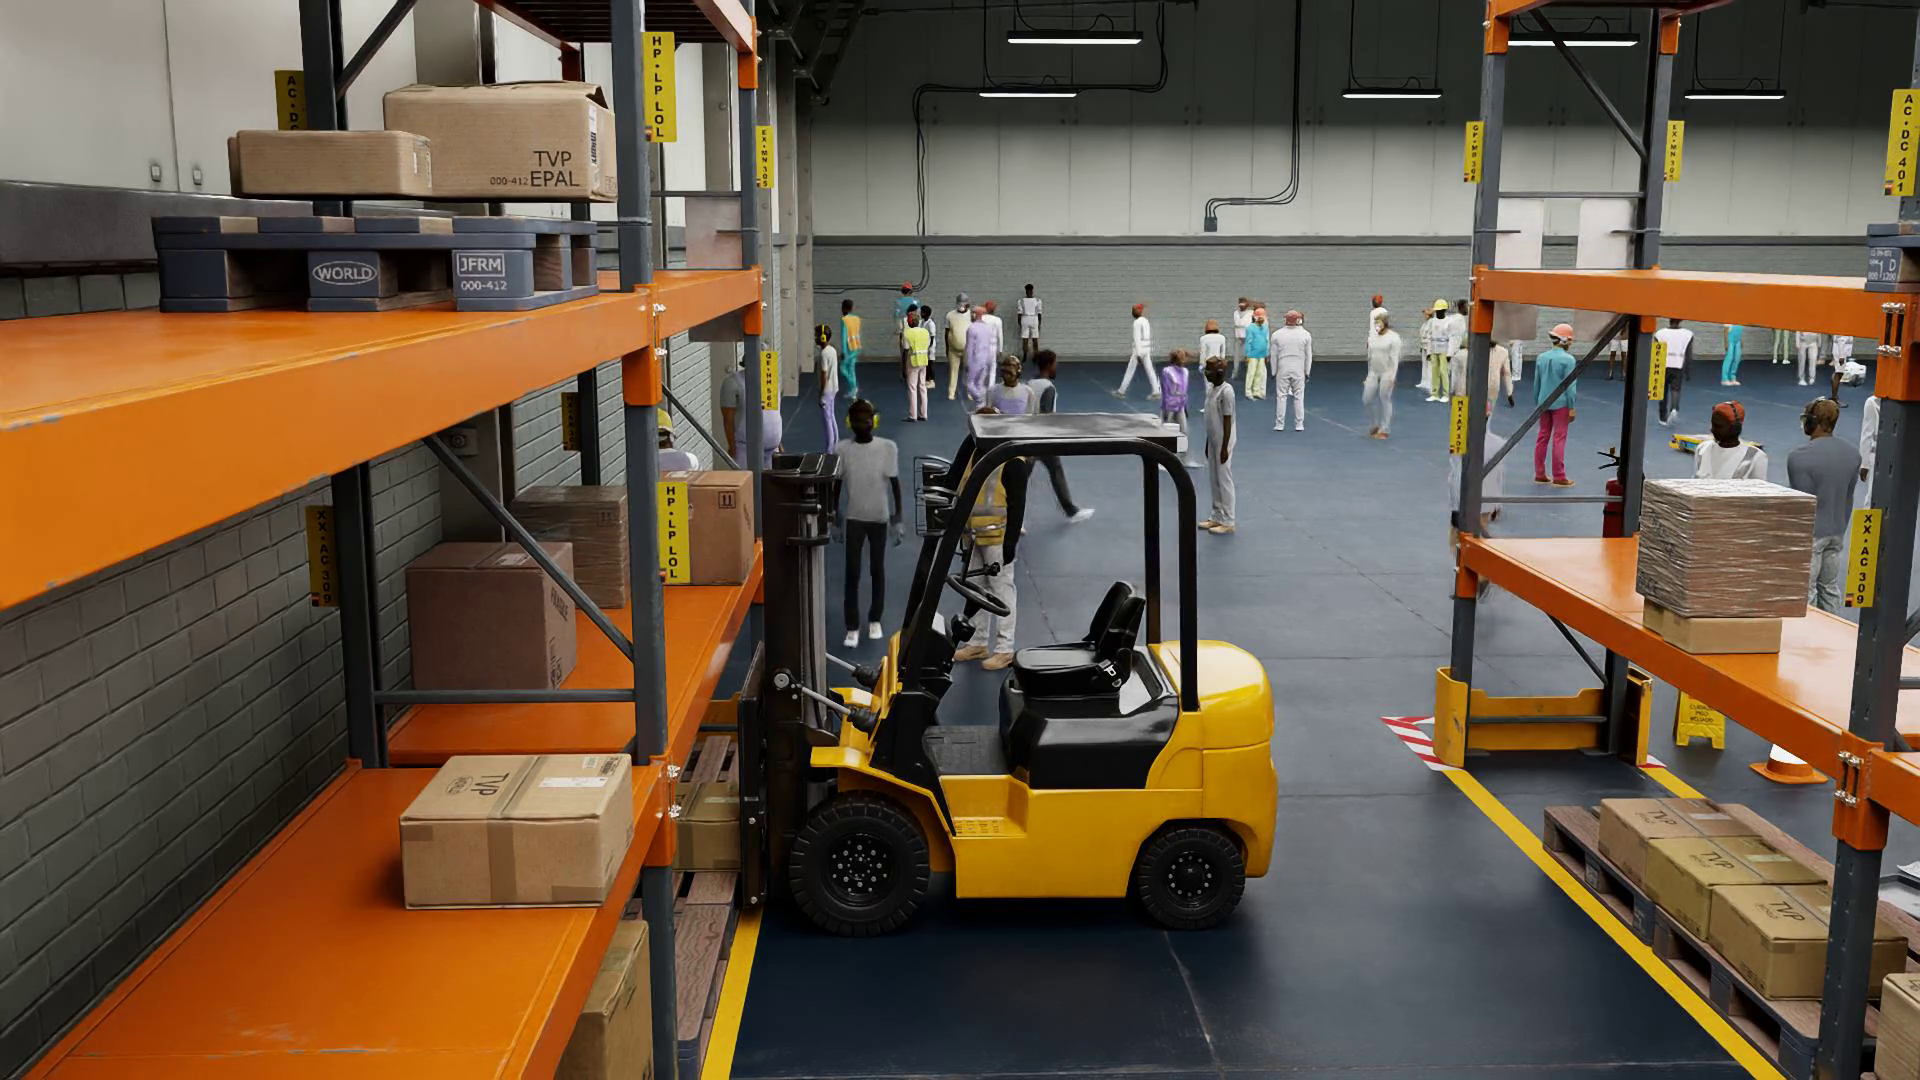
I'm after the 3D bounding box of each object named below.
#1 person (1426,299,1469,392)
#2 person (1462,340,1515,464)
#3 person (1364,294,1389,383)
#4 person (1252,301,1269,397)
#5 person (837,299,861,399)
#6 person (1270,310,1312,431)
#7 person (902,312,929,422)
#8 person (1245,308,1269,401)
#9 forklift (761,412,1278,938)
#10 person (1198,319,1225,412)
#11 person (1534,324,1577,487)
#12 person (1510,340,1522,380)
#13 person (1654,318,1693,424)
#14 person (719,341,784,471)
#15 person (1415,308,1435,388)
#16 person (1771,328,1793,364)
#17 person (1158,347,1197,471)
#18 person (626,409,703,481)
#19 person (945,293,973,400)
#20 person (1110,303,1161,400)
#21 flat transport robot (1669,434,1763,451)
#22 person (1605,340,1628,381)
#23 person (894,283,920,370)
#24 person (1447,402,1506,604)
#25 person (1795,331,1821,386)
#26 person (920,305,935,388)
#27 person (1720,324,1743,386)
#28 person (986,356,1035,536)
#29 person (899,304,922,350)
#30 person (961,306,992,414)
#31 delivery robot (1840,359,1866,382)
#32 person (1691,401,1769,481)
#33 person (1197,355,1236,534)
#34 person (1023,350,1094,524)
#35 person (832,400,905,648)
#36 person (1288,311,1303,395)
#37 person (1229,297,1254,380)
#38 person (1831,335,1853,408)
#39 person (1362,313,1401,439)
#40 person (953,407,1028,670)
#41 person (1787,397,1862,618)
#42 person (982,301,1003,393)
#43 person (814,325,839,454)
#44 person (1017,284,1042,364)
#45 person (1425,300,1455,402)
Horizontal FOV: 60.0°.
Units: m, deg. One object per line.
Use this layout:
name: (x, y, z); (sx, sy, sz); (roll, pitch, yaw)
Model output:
person: (9.623, -3.767, 32.495); (0.865, 1.891, 0.601); (3, 11, 18)
person: (7.023, -1.915, 21.978); (0.630, 1.944, 1.001); (-5, 11, -24)
person: (8.781, -4.227, 35.046); (0.355, 1.884, 0.575); (10, 14, 43)
person: (5.806, -3.693, 32.196); (0.345, 1.840, 0.504); (1, 10, 5)
person: (-2.119, -3.623, 31.616); (0.450, 1.900, 0.626); (5, 11, 25)
person: (5.223, -2.666, 26.285); (0.643, 1.909, 0.410); (1, 10, 7)
person: (-0.729, -2.875, 27.662); (0.560, 1.837, 0.389); (-9, 14, -42)
person: (5.618, -3.505, 31.407); (0.569, 1.744, 0.368); (-8, 13, -38)
forklift: (0.291, 0.548, 7.580); (2.313, 2.155, 1.214); (0, 10, -2)
person: (4.415, -3.048, 29.170); (0.513, 1.628, 0.277); (-4, 11, -23)
person: (7.304, -1.642, 20.363); (0.392, 1.985, 0.609); (-5, 11, -27)
person: (12.026, -4.332, 36.016); (0.290, 1.745, 0.493); (7, 12, 35)
person: (11.593, -2.801, 27.085); (0.603, 1.893, 0.624); (4, 11, 19)
person: (-2.014, -0.987, 16.559); (0.673, 2.000, 0.535); (-9, 13, -41)
person: (9.581, -3.926, 34.050); (0.309, 1.640, 0.512); (-2, 10, -11)
person: (20.246, -5.273, 40.929); (0.520, 1.865, 0.328); (8, 13, 38)
person: (2.805, -1.723, 21.814); (0.531, 1.630, 0.327); (-10, 14, -44)
person: (-2.093, -0.016, 11.750); (0.587, 1.825, 0.404); (-7, 12, -34)
person: (0.040, -3.660, 31.450); (0.674, 2.000, 0.535); (1, 10, 3)
person: (3.401, -3.580, 31.588); (1.037, 1.821, 0.568); (7, 12, 33)
flat transport robot: (10.633, -1.329, 23.394); (0.652, 0.197, 1.431); (-1, 10, -3)
person: (14.208, -4.388, 35.797); (0.551, 1.933, 0.369); (5, 12, 28)
person: (-1.240, -4.998, 38.926); (0.609, 2.034, 0.404); (-1, 10, -7)
person: (4.238, -0.305, 13.605); (0.568, 1.735, 0.555); (-5, 11, -24)
person: (17.573, -4.020, 34.426); (0.522, 1.683, 0.901); (3, 11, 15)
person: (-0.677, -3.946, 33.992); (0.317, 1.697, 0.540); (-5, 11, -24)
person: (16.099, -4.125, 34.628); (0.522, 1.836, 0.361); (-5, 12, -28)
person: (0.510, -0.955, 16.942); (0.506, 1.839, 0.350); (0, 10, -3)
person: (-0.966, -4.143, 35.135); (0.558, 1.671, 0.675); (5, 11, 27)
person: (0.270, -3.058, 28.520); (0.424, 1.891, 0.664); (7, 12, 34)
delivery robot: (18.492, -3.513, 34.511); (0.707, 0.478, 0.477); (-8, 13, -38)
person: (5.367, -0.045, 11.744); (0.354, 1.886, 0.572); (-6, 12, -30)
person: (2.657, -0.980, 17.108); (0.348, 1.837, 0.503); (-3, 10, -14)
person: (0.879, -1.082, 17.605); (1.057, 1.857, 0.609); (-4, 11, -21)
person: (-0.681, -0.114, 12.287); (0.533, 1.834, 0.870); (0, 10, -2)
person: (6.559, -3.649, 32.530); (0.289, 1.632, 0.497); (8, 13, 39)
person: (6.223, -4.404, 36.285); (0.576, 1.802, 0.971); (8, 13, 39)
person: (15.968, -3.358, 30.052); (0.357, 1.937, 0.551); (6, 12, 29)
person: (6.345, -2.463, 25.139); (0.511, 1.923, 0.629); (-8, 13, -37)
person: (0.194, -0.020, 11.719); (0.429, 1.847, 0.625); (-8, 13, -37)
person: (5.854, -0.014, 11.420); (0.627, 1.940, 0.371); (-5, 11, -25)
person: (0.536, -3.694, 32.210); (0.584, 1.871, 0.423); (3, 10, 14)
person: (-1.836, -2.006, 22.752); (0.336, 1.866, 0.513); (2, 10, 10)
person: (1.699, -5.280, 40.702); (0.605, 1.959, 0.392); (-1, 10, -5)
person: (8.960, -3.528, 31.074); (0.403, 1.917, 0.590); (-6, 12, -31)
